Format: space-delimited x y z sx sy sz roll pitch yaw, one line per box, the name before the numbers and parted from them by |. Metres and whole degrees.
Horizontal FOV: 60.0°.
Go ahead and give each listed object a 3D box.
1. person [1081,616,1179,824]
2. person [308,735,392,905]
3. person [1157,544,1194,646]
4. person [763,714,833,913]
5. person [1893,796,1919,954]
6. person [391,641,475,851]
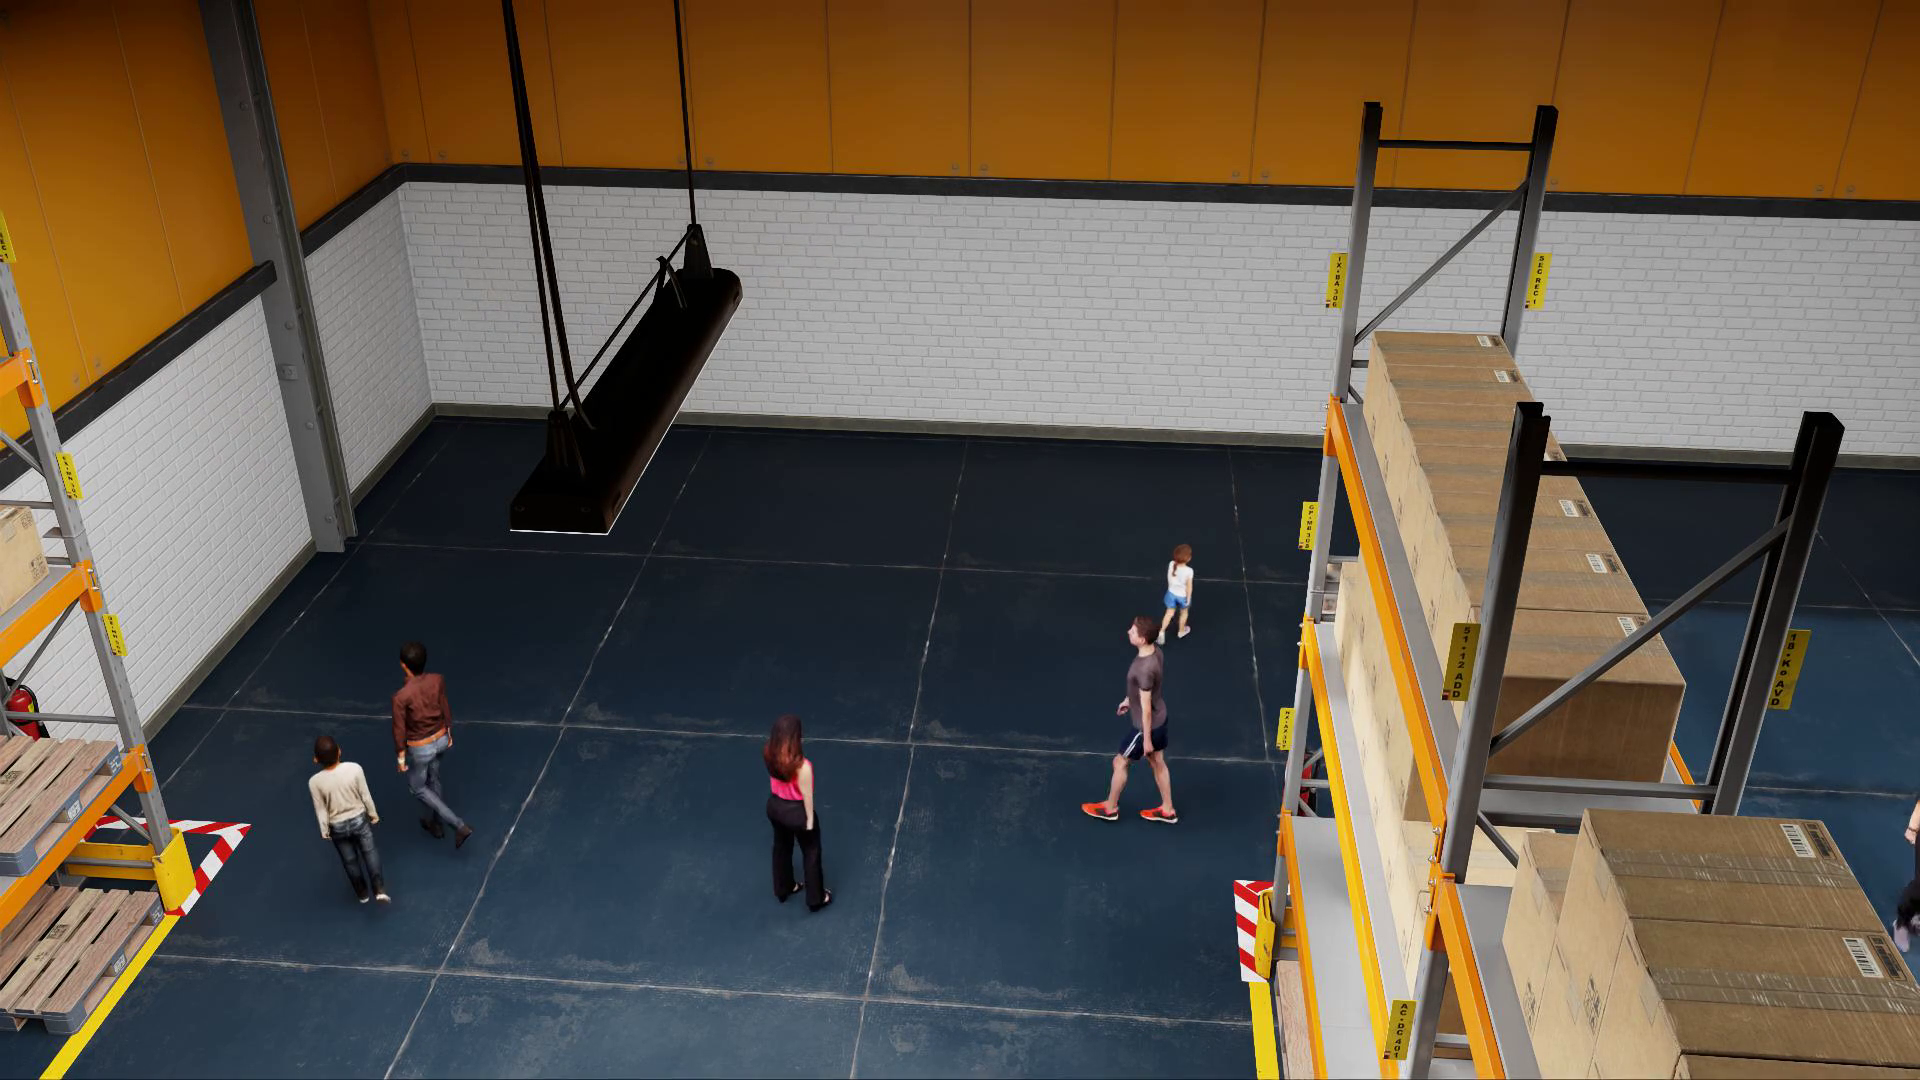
person | 1.508 1.410 12.658 0.859 1.825 0.980 10 30 17
person | -4.352 2.059 11.857 0.784 1.452 0.873 -14 31 -23
person | 1.968 0.496 15.188 0.606 1.007 0.742 19 34 30
person | -1.224 1.943 11.856 0.686 1.657 0.714 19 34 30
person | 6.872 2.015 11.639 0.596 1.739 0.672 2 29 4
person | -3.938 1.573 12.424 0.964 1.764 0.975 18 33 29
